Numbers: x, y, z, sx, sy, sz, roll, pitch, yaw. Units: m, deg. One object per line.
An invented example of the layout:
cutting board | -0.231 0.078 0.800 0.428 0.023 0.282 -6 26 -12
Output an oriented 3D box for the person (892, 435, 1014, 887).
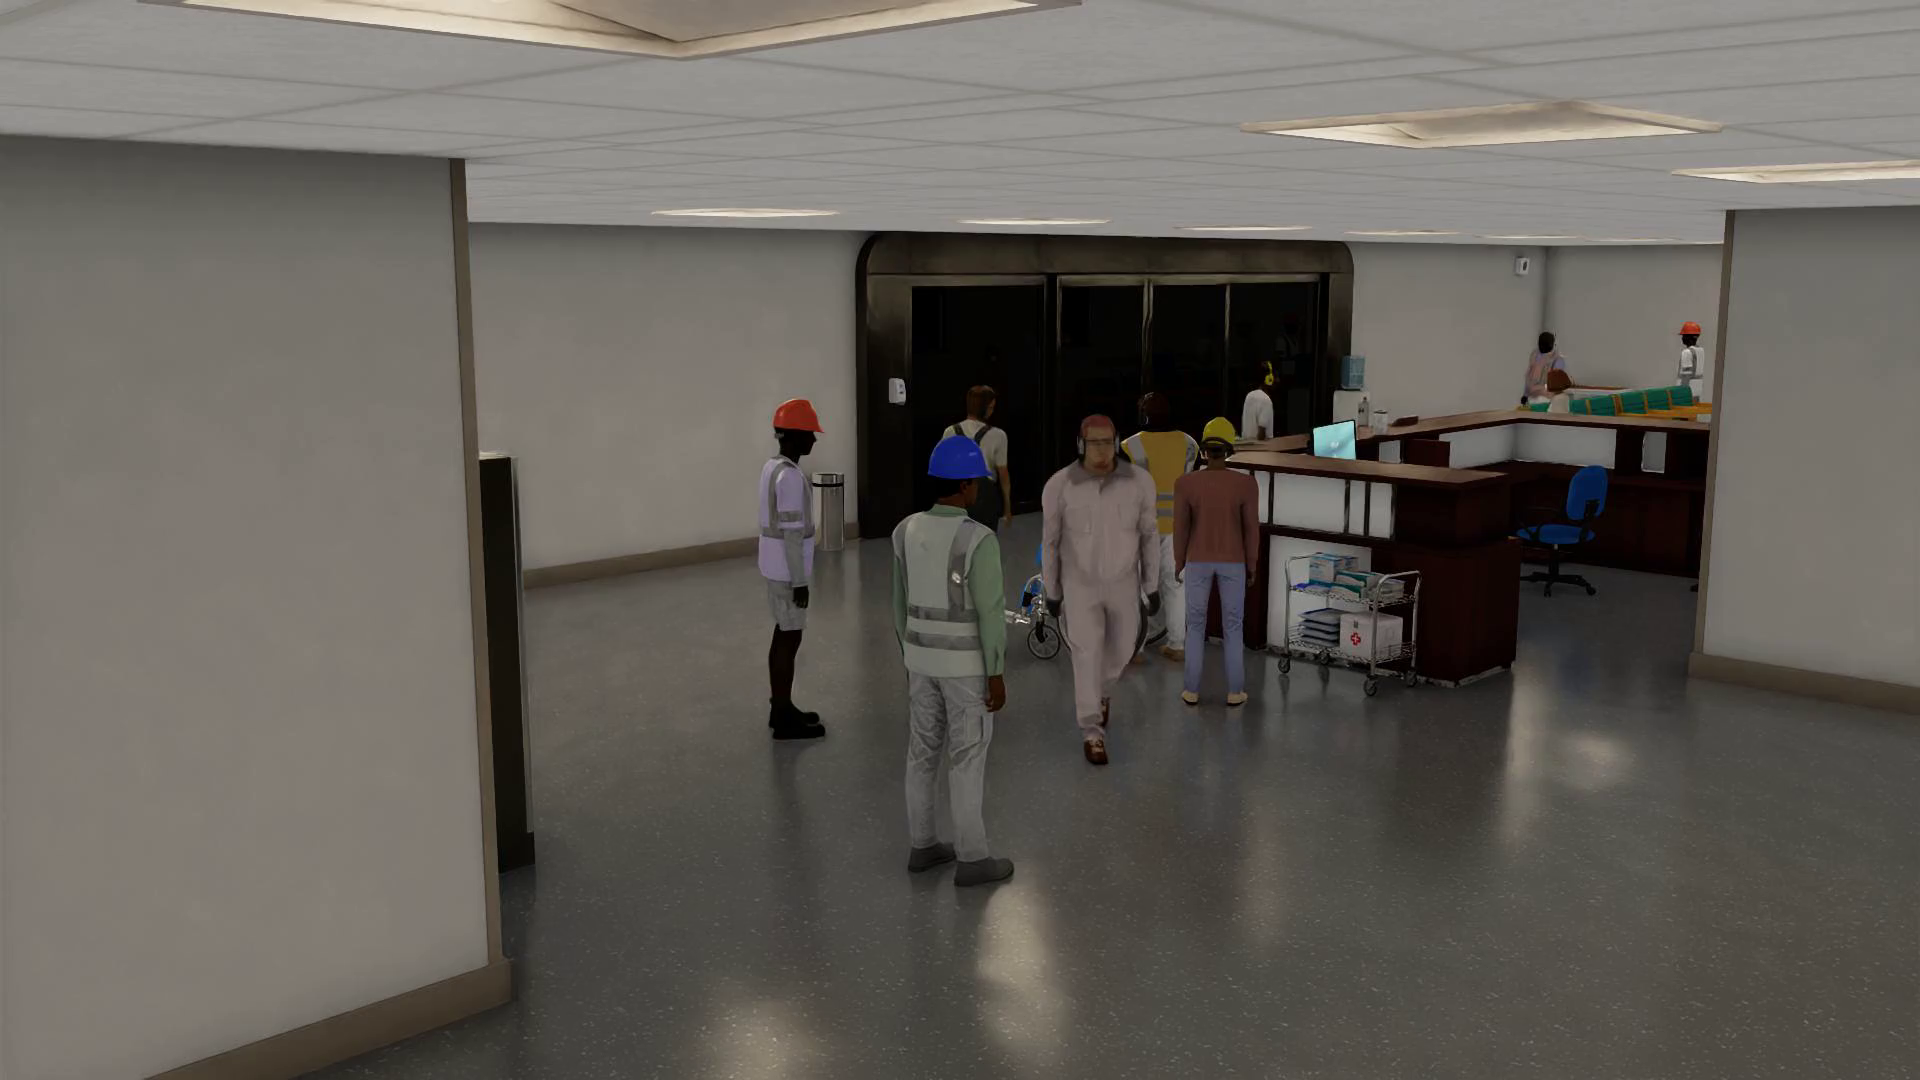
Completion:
person | -0.032 0.521 7.195 0.607 1.948 0.389 9 13 43

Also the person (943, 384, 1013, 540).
person | 0.111 -0.253 12.366 0.527 1.811 0.716 3 10 18

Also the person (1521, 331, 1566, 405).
person | 8.235 -2.025 23.292 0.874 1.801 0.614 -3 10 -16

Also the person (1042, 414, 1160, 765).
person | 0.772 0.226 9.226 0.642 1.881 0.874 -1 9 -8

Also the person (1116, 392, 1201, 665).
person | 1.304 -0.075 11.211 0.627 1.836 0.428 -3 10 -19

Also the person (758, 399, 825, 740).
person | -0.947 0.163 9.457 0.390 1.929 0.545 -3 10 -15

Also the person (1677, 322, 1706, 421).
person | 9.978 -2.023 22.831 0.552 1.936 0.360 -9 13 -44

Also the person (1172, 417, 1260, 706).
person | 1.551 0.137 10.113 0.525 1.769 0.313 2 9 10
